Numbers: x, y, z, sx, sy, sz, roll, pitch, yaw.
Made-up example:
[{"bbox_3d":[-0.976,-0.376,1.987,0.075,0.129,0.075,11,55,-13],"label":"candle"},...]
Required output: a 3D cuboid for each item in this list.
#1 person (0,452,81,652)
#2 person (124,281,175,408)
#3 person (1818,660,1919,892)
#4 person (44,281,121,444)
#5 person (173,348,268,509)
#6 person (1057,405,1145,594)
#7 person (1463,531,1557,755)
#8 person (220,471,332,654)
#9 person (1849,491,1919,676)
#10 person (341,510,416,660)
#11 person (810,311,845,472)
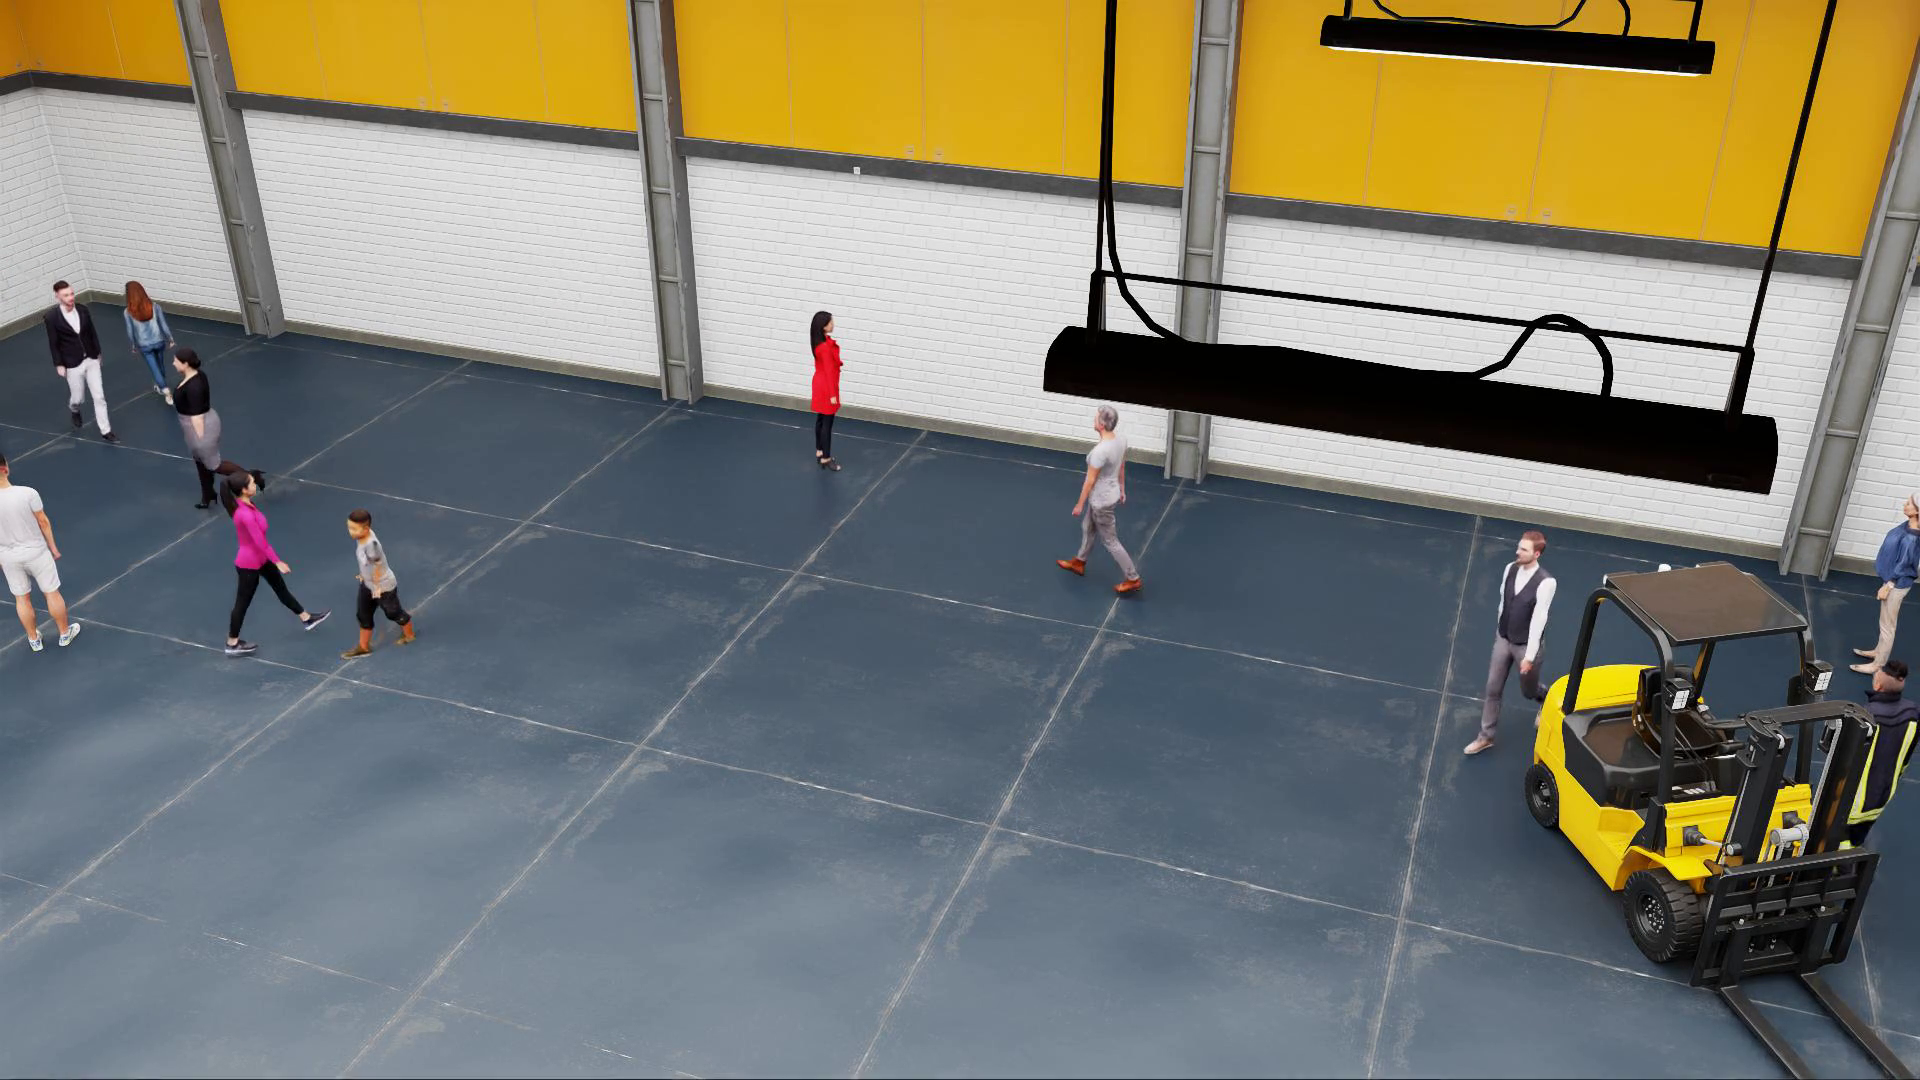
[{"bbox_3d":[-8.051,0.102,14.290,0.737,1.848,0.827,-9,30,-16],"label":"person"},{"bbox_3d":[-9.195,-2.202,18.930,0.889,1.450,1.079,-22,35,-34],"label":"person"},{"bbox_3d":[6.233,1.651,11.436,0.959,1.862,1.022,-5,29,-8],"label":"person"},{"bbox_3d":[-9.602,-1.944,18.066,1.132,1.824,0.903,21,35,33],"label":"person"},{"bbox_3d":[-7.462,-1.087,16.584,1.104,1.739,1.007,-9,30,-16],"label":"person"},{"bbox_3d":[1.389,-0.326,15.135,1.190,1.790,0.778,13,31,23],"label":"person"},{"bbox_3d":[4.444,0.785,12.974,1.151,1.909,1.172,-17,33,-28],"label":"person"},{"bbox_3d":[-6.161,0.233,14.258,1.157,1.648,1.109,-12,31,-22],"label":"person"},{"bbox_3d":[7.885,0.352,13.989,0.619,1.697,0.650,16,32,27],"label":"person"},{"bbox_3d":[-4.981,0.292,14.378,0.867,1.430,0.911,-22,36,-35],"label":"person"},{"bbox_3d":[-1.413,-1.575,17.468,0.788,1.748,0.741,-9,30,-16],"label":"person"}]
